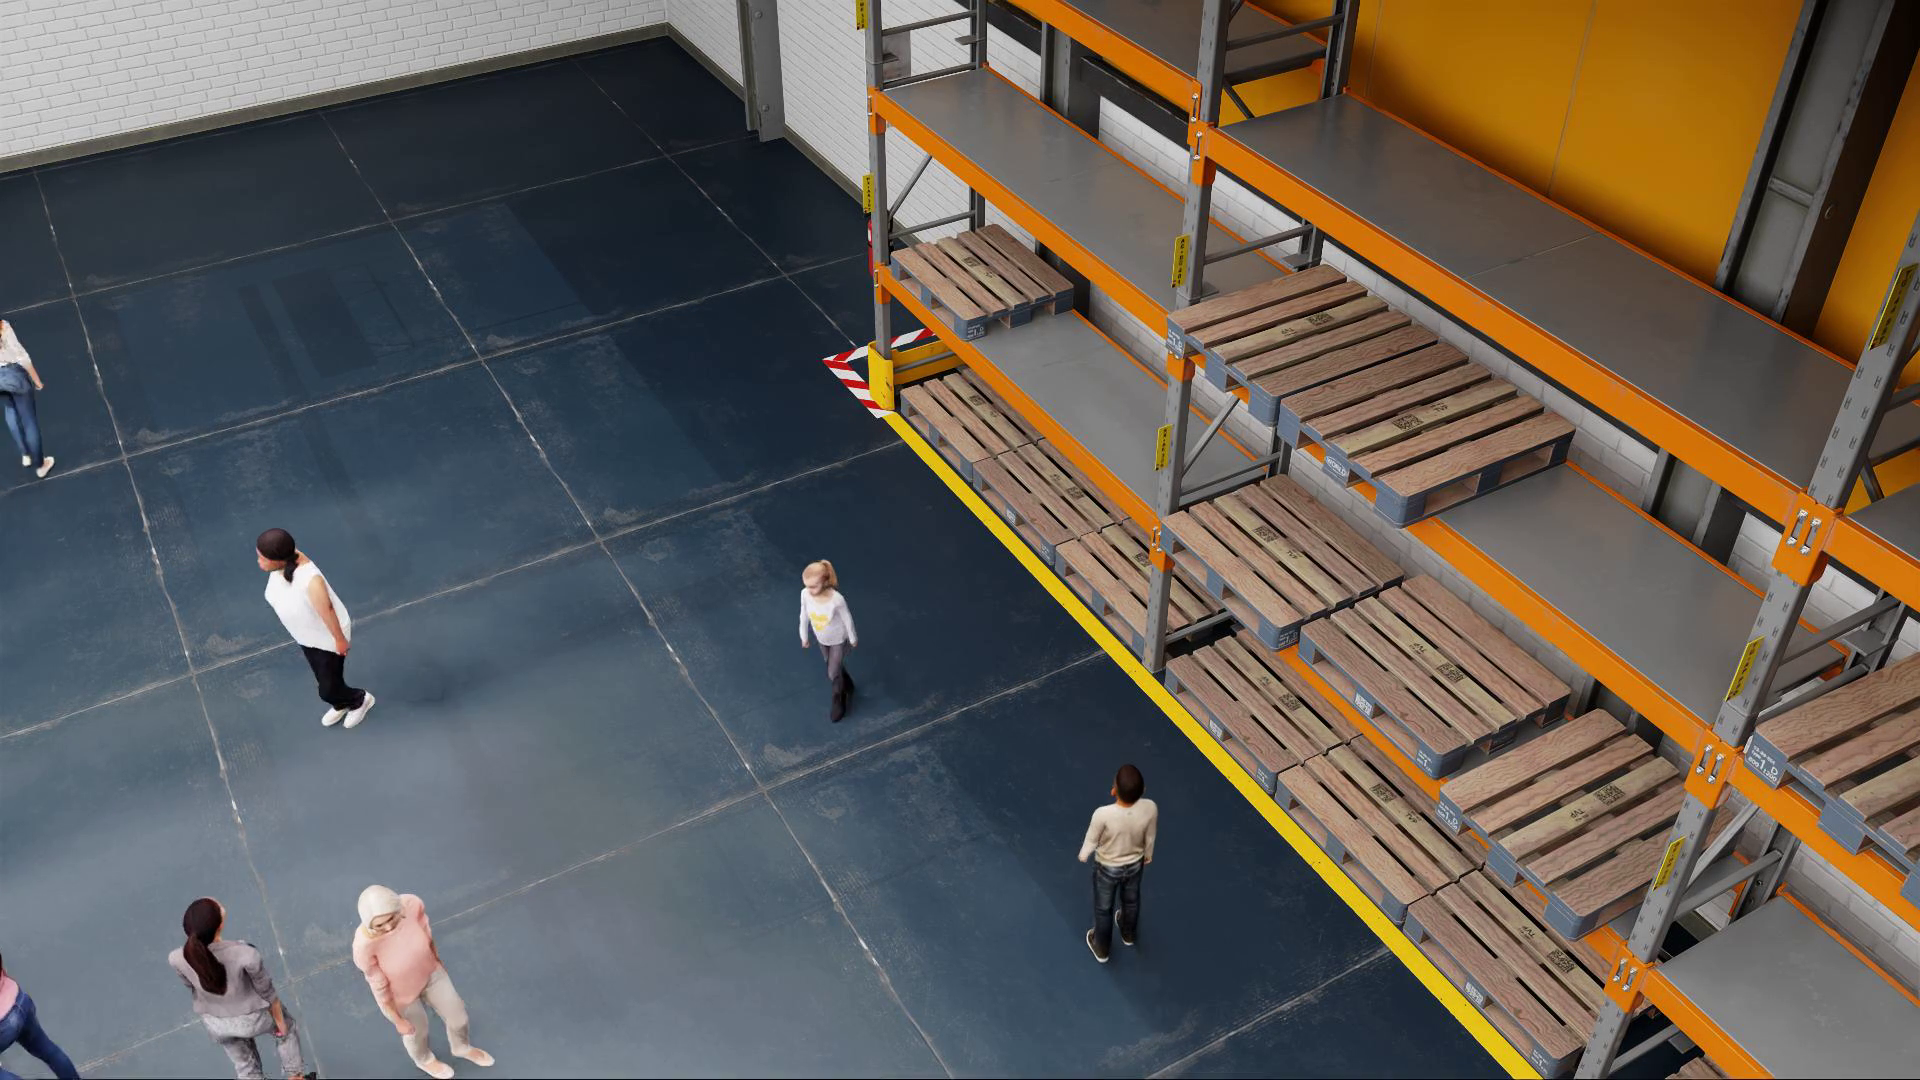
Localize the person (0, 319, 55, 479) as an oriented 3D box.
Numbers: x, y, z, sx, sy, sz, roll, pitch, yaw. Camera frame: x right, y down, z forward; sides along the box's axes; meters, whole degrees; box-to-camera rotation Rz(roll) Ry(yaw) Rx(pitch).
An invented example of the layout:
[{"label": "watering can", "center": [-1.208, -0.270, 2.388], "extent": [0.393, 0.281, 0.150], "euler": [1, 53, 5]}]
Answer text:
[{"label": "person", "center": [-7.460, -1.196, 12.949], "extent": [0.686, 1.719, 0.703], "euler": [-4, 39, -4]}]

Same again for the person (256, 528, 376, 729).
[{"label": "person", "center": [-4.124, 0.557, 10.794], "extent": [0.827, 1.671, 0.678], "euler": [-31, 48, -32]}]

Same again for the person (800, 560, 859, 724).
[{"label": "person", "center": [-0.825, 0.611, 11.055], "extent": [0.664, 1.260, 0.705], "euler": [18, 42, 21]}]

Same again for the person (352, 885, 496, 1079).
[{"label": "person", "center": [-2.930, 2.282, 8.616], "extent": [0.792, 1.693, 0.754], "euler": [18, 42, 21]}]

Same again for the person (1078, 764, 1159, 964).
[{"label": "person", "center": [0.887, 1.837, 9.357], "extent": [0.614, 1.462, 0.621], "euler": [-10, 40, -12]}]

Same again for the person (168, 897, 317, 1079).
[{"label": "person", "center": [-3.655, 2.478, 8.392], "extent": [0.710, 1.665, 0.724], "euler": [-4, 39, -4]}]
